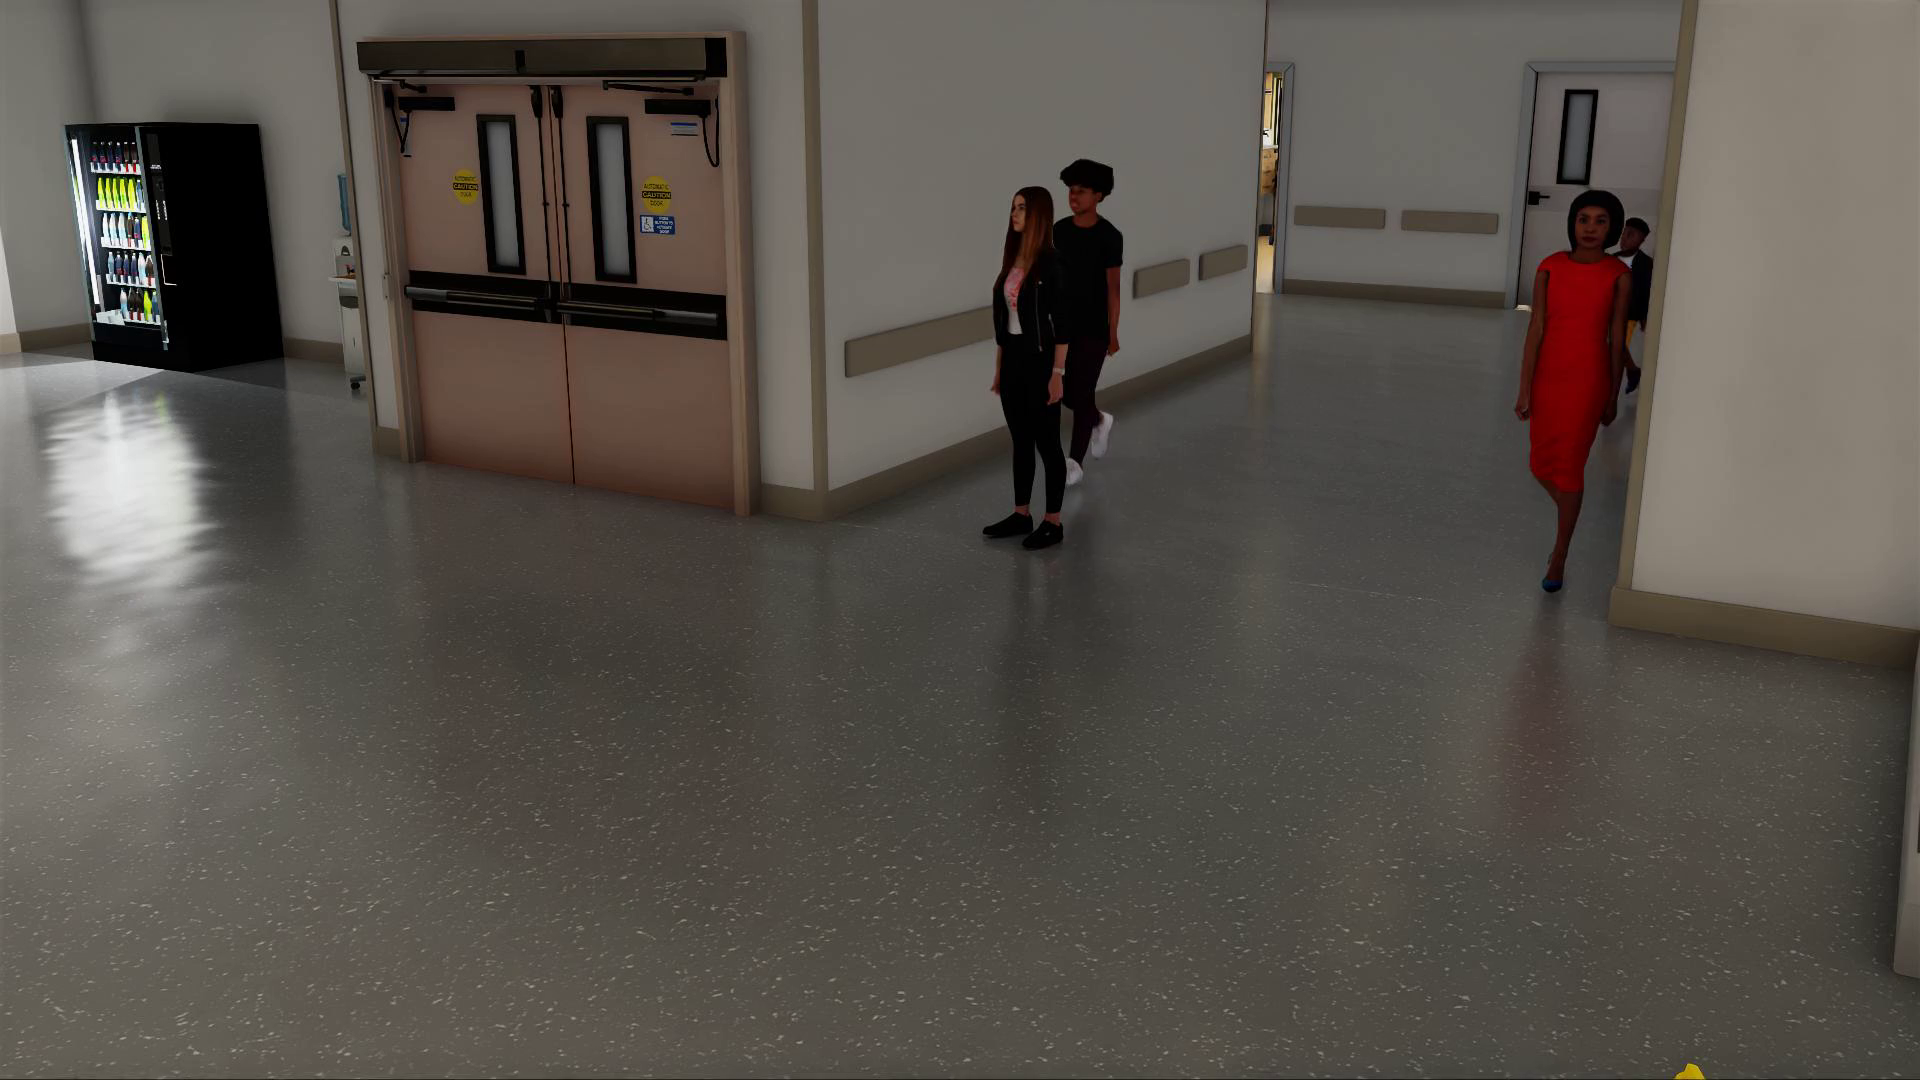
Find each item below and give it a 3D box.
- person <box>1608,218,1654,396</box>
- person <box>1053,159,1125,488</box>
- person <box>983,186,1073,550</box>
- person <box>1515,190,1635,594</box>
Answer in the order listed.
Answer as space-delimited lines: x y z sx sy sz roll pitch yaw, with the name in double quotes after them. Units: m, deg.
4.631 -1.593 11.543 0.803 1.250 0.881 -11 19 -33 "person"
0.704 -1.207 9.237 1.010 1.760 0.725 11 19 34 "person"
0.364 -0.831 7.990 0.733 1.713 0.595 -12 19 -35 "person"
2.708 -0.661 7.375 0.898 1.719 0.630 9 18 29 "person"
